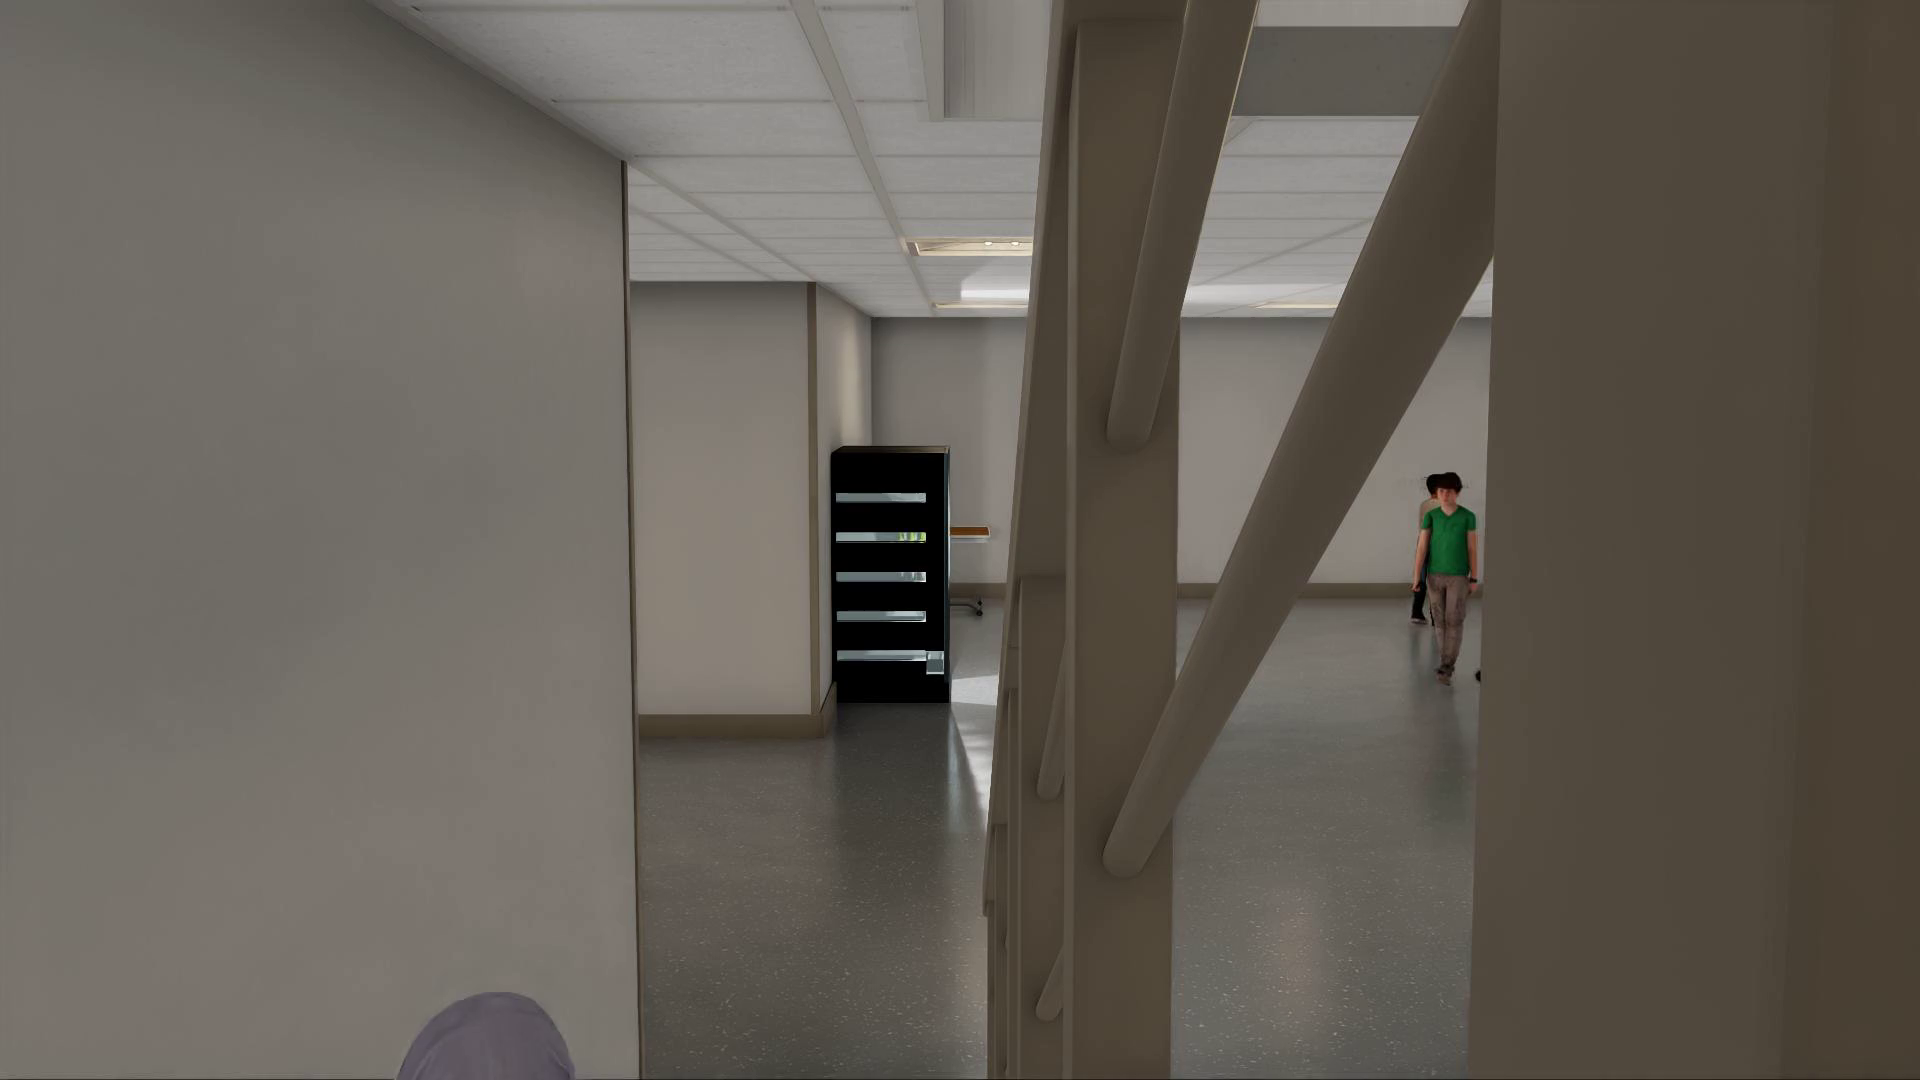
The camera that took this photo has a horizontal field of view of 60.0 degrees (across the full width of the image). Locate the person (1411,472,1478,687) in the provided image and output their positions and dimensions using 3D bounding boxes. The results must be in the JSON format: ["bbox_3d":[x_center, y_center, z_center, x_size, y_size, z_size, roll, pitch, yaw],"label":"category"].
[{"bbox_3d":[3.797,0.304,12.895,0.945,1.620,1.110,3,7,31],"label":"person"}]

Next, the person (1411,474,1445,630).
[{"bbox_3d":[4.441,0.127,15.677,0.728,1.415,0.660,-5,8,-41],"label":"person"}]
